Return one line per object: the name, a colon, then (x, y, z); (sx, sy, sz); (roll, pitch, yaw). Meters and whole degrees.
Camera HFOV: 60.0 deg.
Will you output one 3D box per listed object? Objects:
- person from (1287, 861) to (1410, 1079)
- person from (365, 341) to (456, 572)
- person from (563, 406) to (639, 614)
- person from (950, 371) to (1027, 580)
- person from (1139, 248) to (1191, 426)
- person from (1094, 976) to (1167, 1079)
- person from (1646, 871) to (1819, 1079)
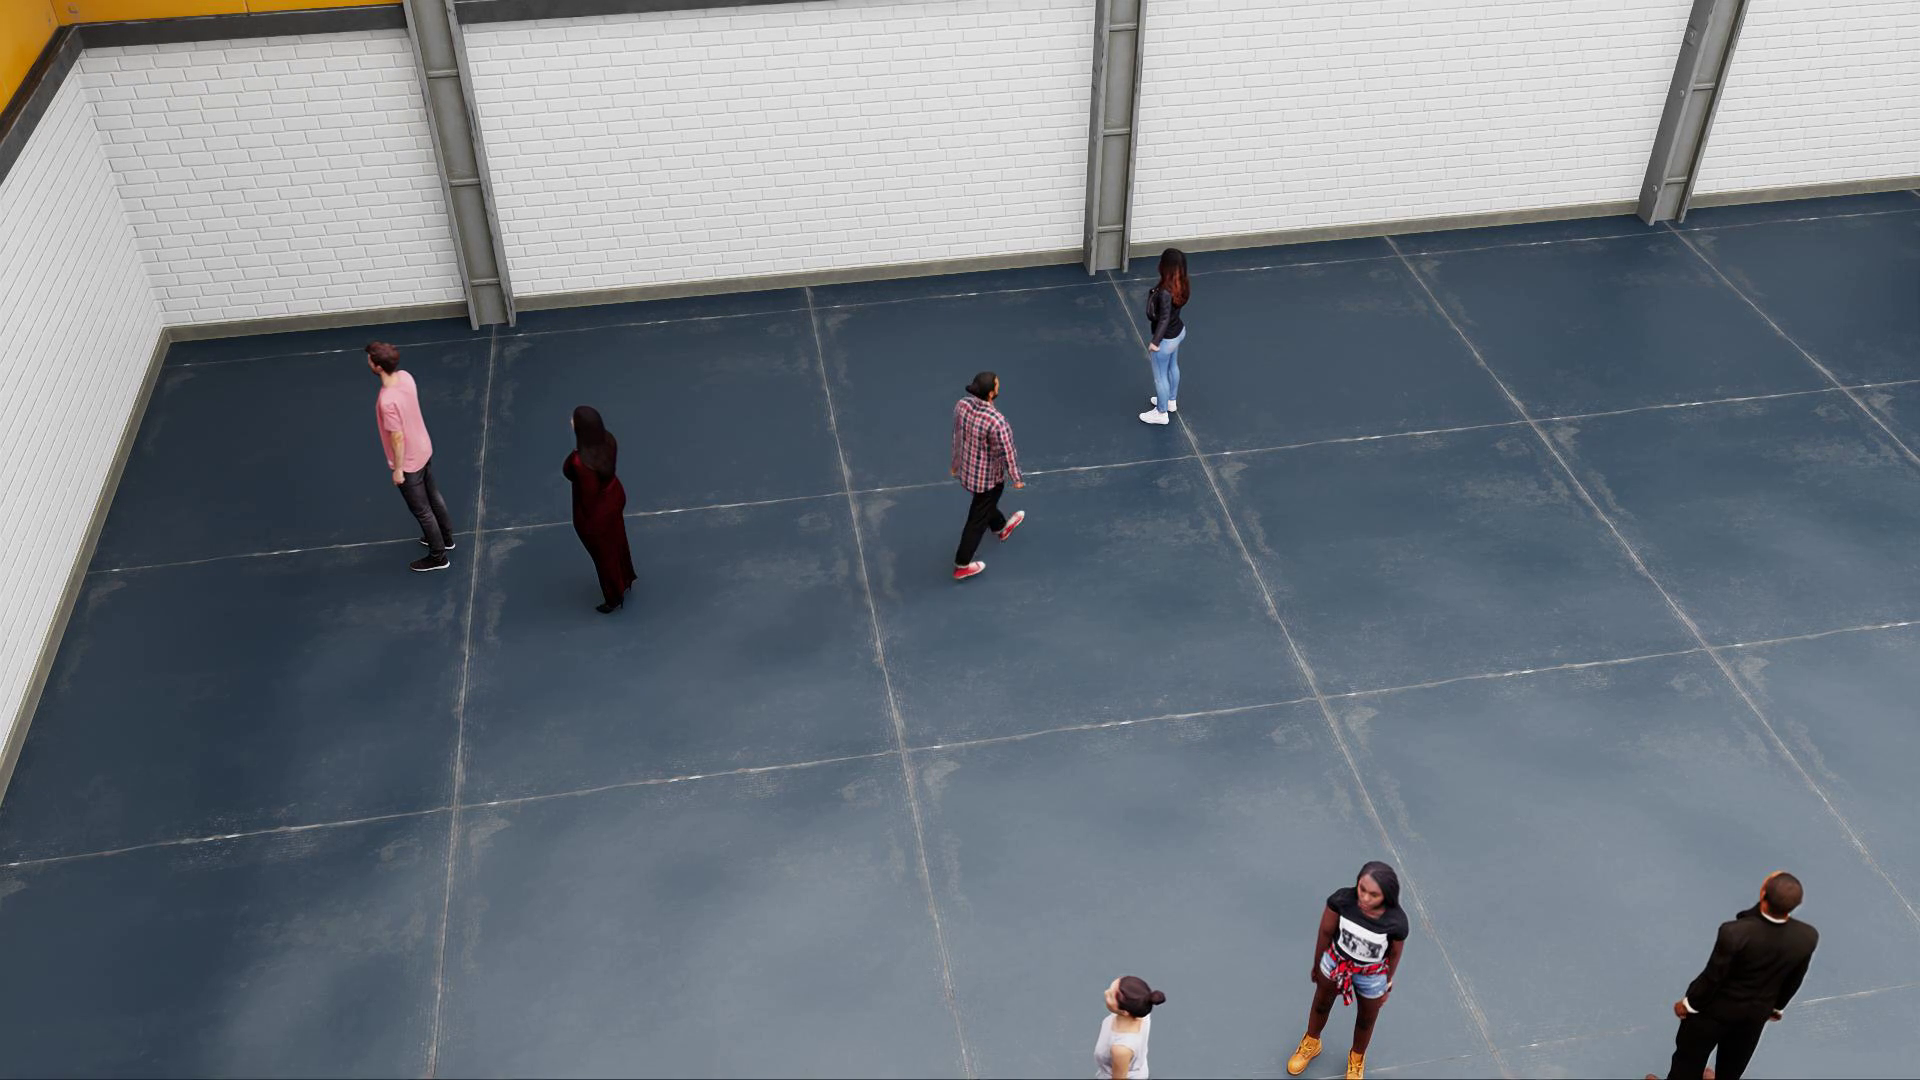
person: (2.121, 2.327, 8.954); (0.704, 1.729, 0.779); (17, 42, 20)
person: (-4.118, -0.631, 12.475); (0.598, 1.957, 0.674); (1, 39, 1)
person: (-2.619, -0.243, 12.148); (0.709, 1.758, 0.733); (6, 39, 7)
person: (0.108, -0.456, 12.436); (1.213, 1.731, 1.041); (-28, 46, -30)
person: (1.753, -1.745, 14.128); (0.765, 1.634, 0.735); (18, 42, 21)
person: (0.828, 2.754, 8.520); (0.678, 1.602, 0.654); (10, 40, 12)
person: (4.048, 2.413, 8.706); (0.600, 1.904, 0.808); (0, 39, 0)
